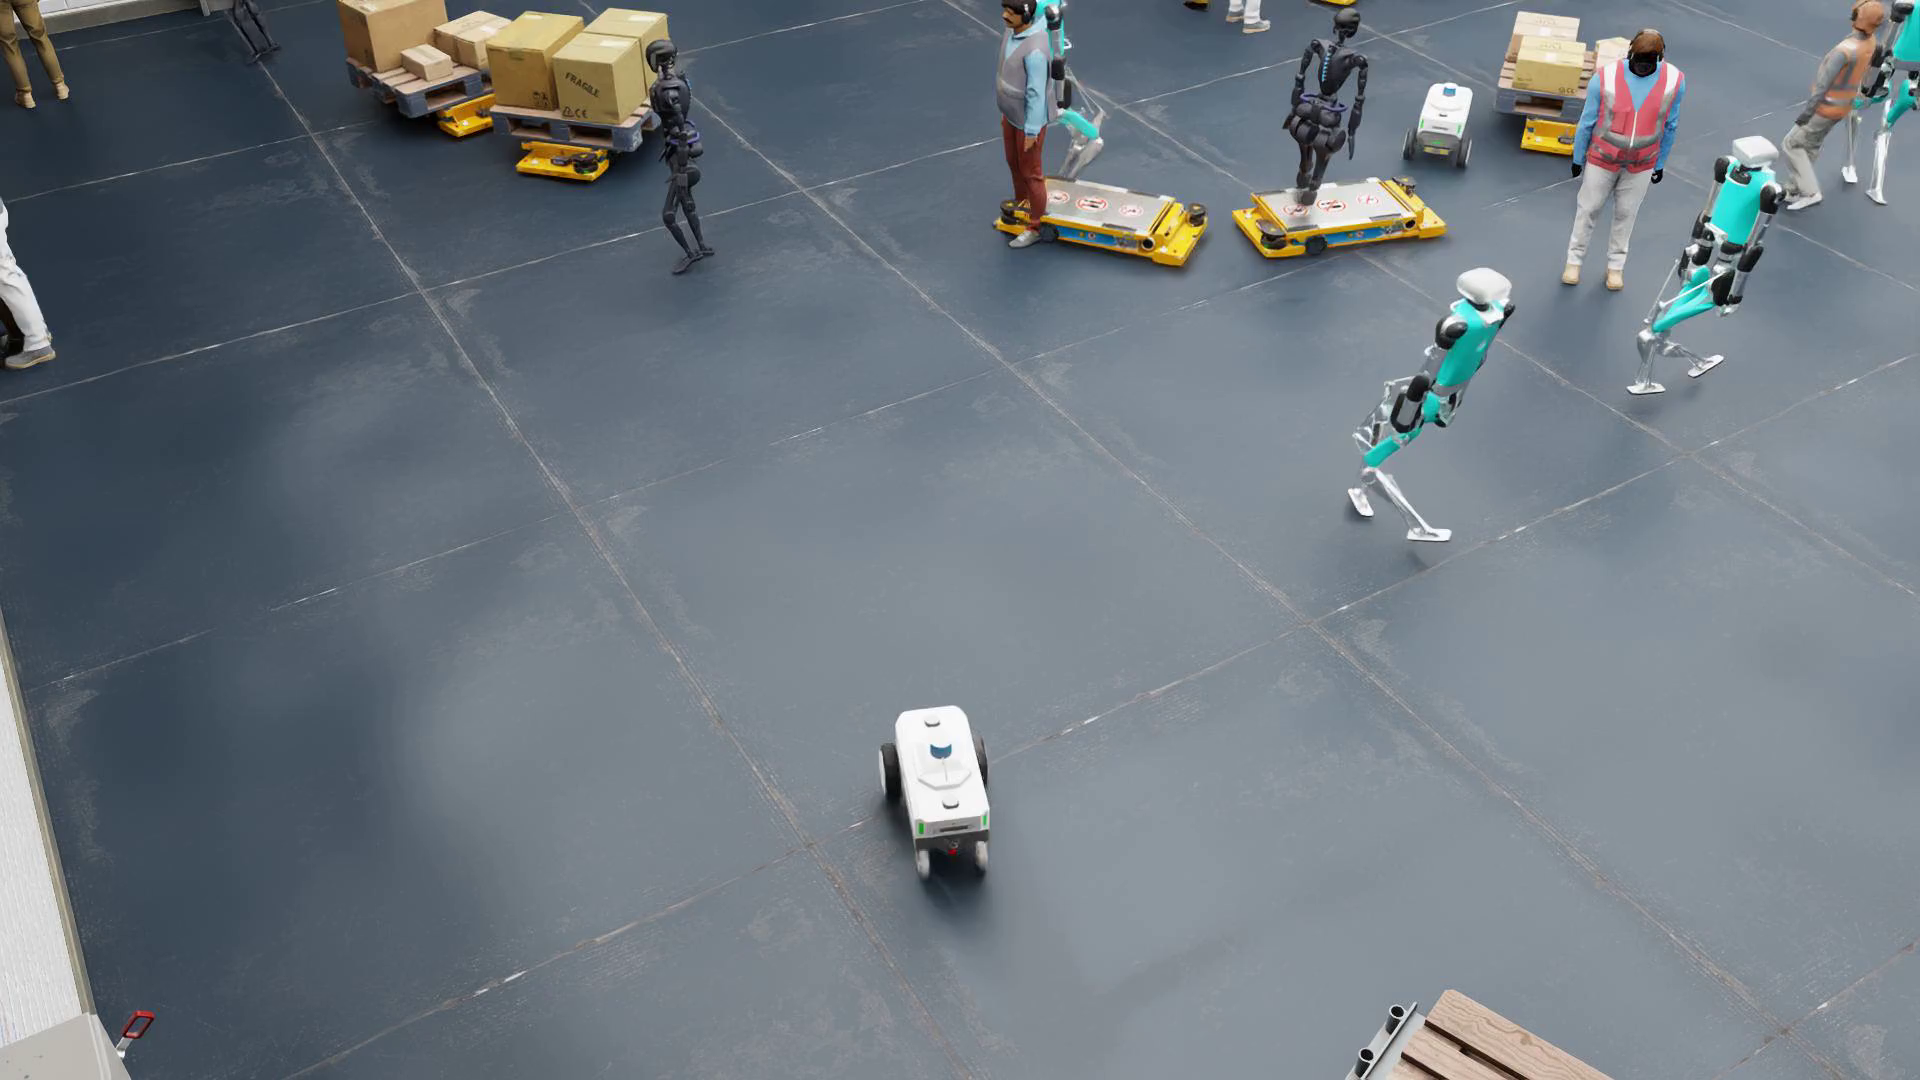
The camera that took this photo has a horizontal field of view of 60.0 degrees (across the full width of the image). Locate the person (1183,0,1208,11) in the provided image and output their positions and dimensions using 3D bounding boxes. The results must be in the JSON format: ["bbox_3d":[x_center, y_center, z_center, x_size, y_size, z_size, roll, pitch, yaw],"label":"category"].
[{"bbox_3d":[2.043,-5.878,15.535,0.933,1.698,0.551,29,47,31],"label":"person"}]

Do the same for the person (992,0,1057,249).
[{"bbox_3d":[0.463,-2.992,11.779,0.413,1.871,0.529,-13,40,-16],"label":"person"}]

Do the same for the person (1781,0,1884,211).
[{"bbox_3d":[6.346,-3.181,12.218,0.538,1.617,0.392,-28,46,-31],"label":"person"}]

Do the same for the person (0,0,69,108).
[{"bbox_3d":[-7.838,-4.448,13.698,0.523,1.767,0.372,-27,46,-30],"label":"person"}]

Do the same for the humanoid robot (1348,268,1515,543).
[{"bbox_3d":[2.444,-0.799,9.108,0.575,1.717,0.933,-27,46,-30],"label":"humanoid robot"}]

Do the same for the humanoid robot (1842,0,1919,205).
[{"bbox_3d":[6.979,-3.456,12.477,0.531,1.783,0.769,4,39,5],"label":"humanoid robot"}]

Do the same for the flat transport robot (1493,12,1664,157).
[{"bbox_3d":[5.058,-3.556,13.778,0.659,0.231,1.431,13,40,15],"label":"flat transport robot"}]

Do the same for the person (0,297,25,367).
[{"bbox_3d":[-6.261,-1.998,10.471,0.355,1.938,0.541,-4,39,-5],"label":"person"}]

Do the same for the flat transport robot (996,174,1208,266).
[{"bbox_3d":[1.050,-2.373,12.287,1.431,0.231,0.659,15,41,18],"label":"flat transport robot"}]

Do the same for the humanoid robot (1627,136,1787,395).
[{"bbox_3d":[4.457,-1.588,10.105,0.982,1.733,0.540,-10,40,-13],"label":"humanoid robot"}]

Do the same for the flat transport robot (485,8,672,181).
[{"bbox_3d":[-2.981,-3.322,13.483,0.659,0.231,1.431,9,39,12],"label":"flat transport robot"}]

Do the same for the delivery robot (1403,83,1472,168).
[{"bbox_3d":[3.855,-3.329,13.270,0.499,0.605,0.781,13,40,15],"label":"delivery robot"}]

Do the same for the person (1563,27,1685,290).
[{"bbox_3d":[4.476,-2.583,11.297,0.633,1.831,0.429,7,39,9],"label":"person"}]

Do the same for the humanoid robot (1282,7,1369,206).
[{"bbox_3d":[2.575,-3.013,11.972,0.609,1.636,0.476,29,47,32],"label":"humanoid robot"}]

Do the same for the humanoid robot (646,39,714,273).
[{"bbox_3d":[-1.951,-2.673,11.532,0.369,1.644,0.612,-12,40,-15],"label":"humanoid robot"}]

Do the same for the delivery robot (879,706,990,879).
[{"bbox_3d":[-0.089,1.116,7.663,0.499,0.606,0.796,-6,39,-8],"label":"delivery robot"}]

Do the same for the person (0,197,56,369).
[{"bbox_3d":[-6.175,-1.974,10.484,0.337,1.881,0.580,-17,41,-20],"label":"person"}]

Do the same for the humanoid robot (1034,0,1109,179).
[{"bbox_3d":[0.823,-3.334,12.330,0.677,1.797,0.547,-7,39,-9],"label":"humanoid robot"}]

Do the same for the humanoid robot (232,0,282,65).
[{"bbox_3d":[-6.309,-5.020,14.493,0.429,1.644,0.613,-28,46,-31],"label":"humanoid robot"}]

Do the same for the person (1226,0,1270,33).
[{"bbox_3d":[2.704,-5.533,14.984,0.358,1.876,0.639,-17,41,-20],"label":"person"}]

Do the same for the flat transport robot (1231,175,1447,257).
[{"bbox_3d":[2.805,-2.394,12.312,1.431,0.231,0.659,-9,39,-12],"label":"flat transport robot"}]

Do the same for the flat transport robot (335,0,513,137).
[{"bbox_3d":[-4.350,-3.787,14.070,0.659,0.231,1.431,-31,48,-33],"label":"flat transport robot"}]

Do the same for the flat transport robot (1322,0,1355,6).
[{"bbox_3d":[3.796,-5.612,16.373,0.659,0.231,1.431,22,43,26],"label":"flat transport robot"}]
